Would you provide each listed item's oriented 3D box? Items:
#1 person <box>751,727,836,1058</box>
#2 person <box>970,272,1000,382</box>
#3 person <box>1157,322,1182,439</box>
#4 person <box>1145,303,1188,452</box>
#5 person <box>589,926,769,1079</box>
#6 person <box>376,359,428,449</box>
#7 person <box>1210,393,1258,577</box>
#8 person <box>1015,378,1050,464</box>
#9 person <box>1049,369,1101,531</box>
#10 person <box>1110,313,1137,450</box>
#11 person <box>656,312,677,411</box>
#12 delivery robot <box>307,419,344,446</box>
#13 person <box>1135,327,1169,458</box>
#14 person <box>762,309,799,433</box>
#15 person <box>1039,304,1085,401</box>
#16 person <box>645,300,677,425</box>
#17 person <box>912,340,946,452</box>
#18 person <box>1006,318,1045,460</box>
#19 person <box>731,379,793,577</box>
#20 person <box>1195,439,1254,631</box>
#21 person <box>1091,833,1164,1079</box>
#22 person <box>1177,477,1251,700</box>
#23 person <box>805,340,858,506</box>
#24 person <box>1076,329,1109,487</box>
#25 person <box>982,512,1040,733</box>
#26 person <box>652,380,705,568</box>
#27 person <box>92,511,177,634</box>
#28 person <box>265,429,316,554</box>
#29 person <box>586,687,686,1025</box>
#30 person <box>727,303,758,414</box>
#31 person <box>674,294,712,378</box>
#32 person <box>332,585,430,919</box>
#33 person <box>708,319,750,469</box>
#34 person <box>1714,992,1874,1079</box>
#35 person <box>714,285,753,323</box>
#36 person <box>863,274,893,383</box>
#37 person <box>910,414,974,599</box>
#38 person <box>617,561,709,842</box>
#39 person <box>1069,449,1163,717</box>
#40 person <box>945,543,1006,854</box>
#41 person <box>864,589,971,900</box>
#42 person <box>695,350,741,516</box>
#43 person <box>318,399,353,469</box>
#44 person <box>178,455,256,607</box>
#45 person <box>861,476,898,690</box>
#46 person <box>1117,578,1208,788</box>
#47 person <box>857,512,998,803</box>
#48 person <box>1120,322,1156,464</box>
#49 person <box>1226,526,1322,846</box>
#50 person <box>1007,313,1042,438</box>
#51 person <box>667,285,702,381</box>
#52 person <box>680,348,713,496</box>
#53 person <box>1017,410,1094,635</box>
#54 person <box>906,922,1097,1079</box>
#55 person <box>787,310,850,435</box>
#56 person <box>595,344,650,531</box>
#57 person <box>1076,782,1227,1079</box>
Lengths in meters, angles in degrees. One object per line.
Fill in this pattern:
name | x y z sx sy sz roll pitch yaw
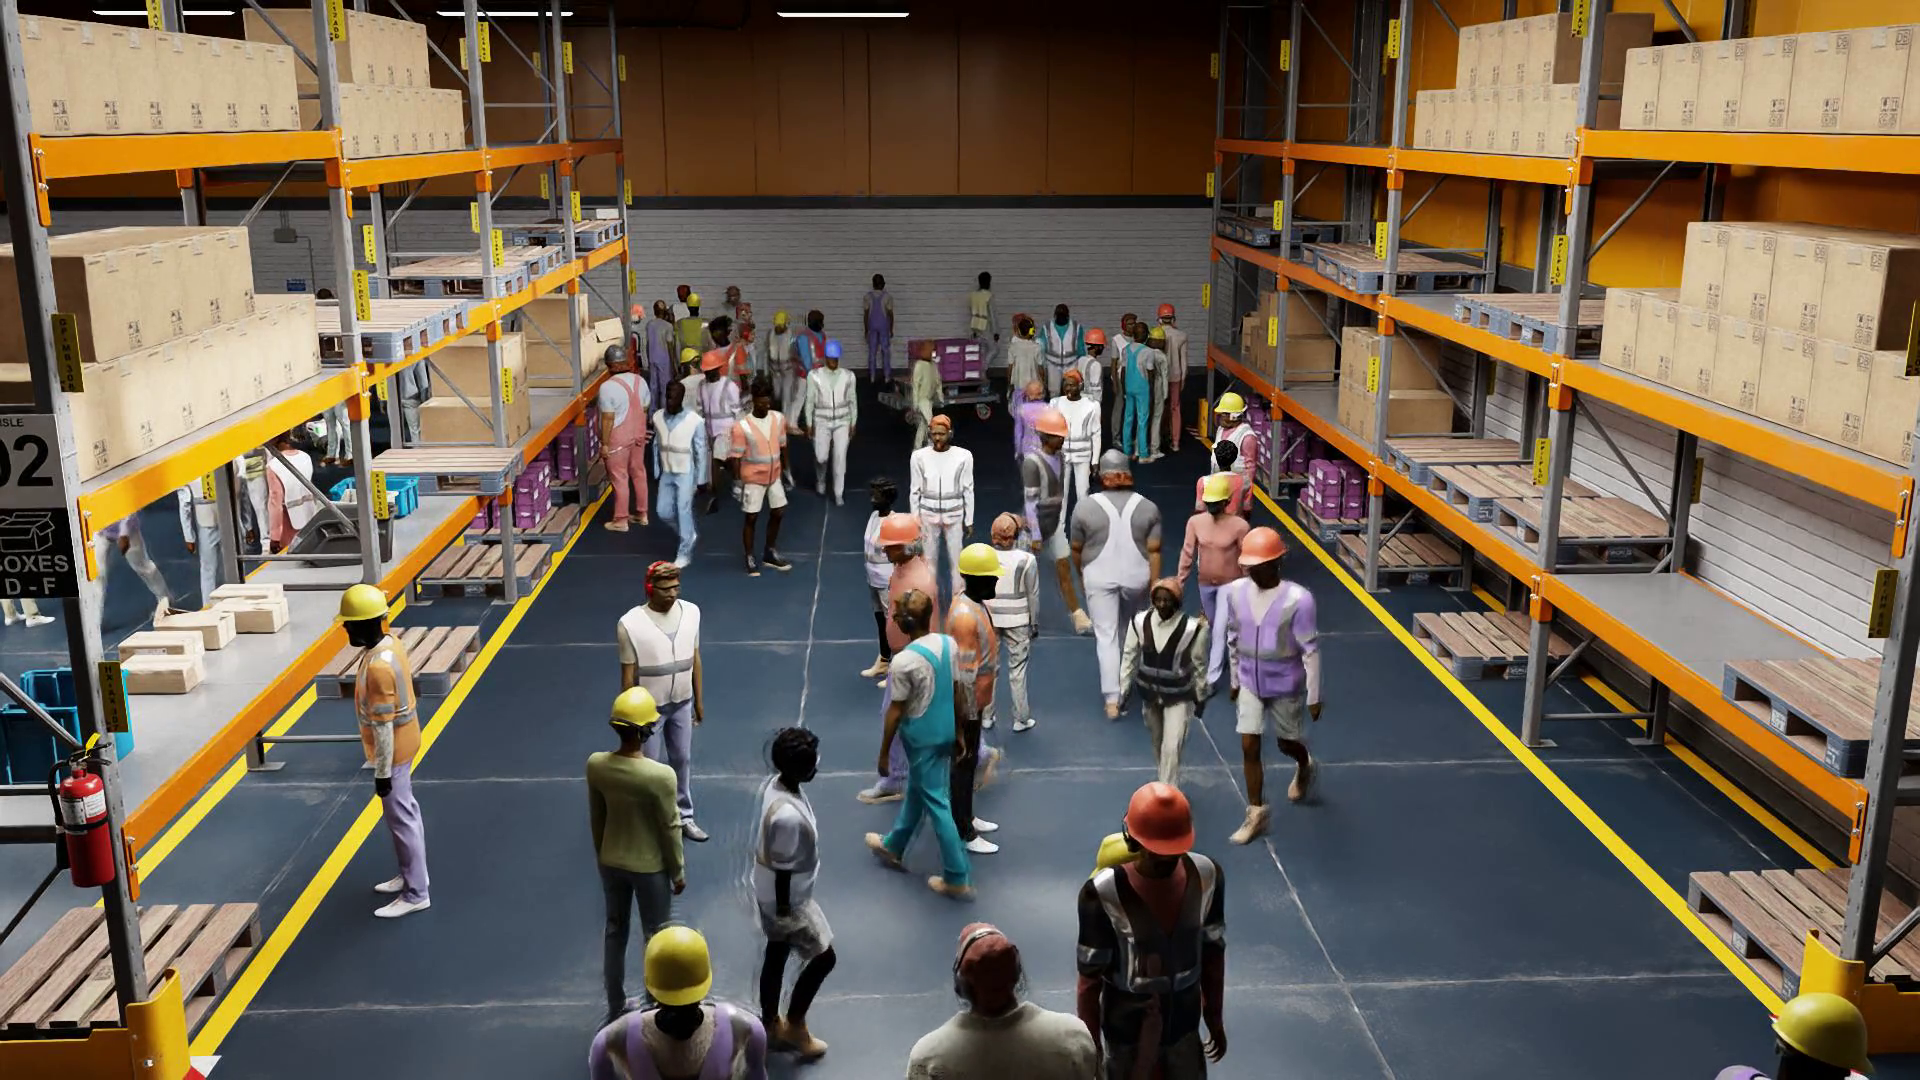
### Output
person | -0.769 1.669 7.873 0.469 1.671 0.554 -2 14 -8
person | 0.411 -3.543 27.890 0.436 1.904 0.629 -12 18 -38
person | 2.868 -2.268 23.270 0.434 1.709 0.605 -11 18 -37
person | 2.752 -2.181 22.372 0.612 1.995 0.393 -3 15 -13
person | -0.909 2.160 5.487 0.587 1.908 0.648 -2 14 -9
person | -6.940 -1.731 20.731 0.627 1.934 0.371 -2 14 -10
person | 2.644 -0.534 16.238 0.403 1.827 0.597 -6 15 -22
person | 0.837 -0.970 18.361 0.516 1.616 0.635 7 16 26
person | 1.179 -0.851 17.373 0.583 1.882 0.337 5 15 19
person | 2.251 -2.157 22.573 0.565 1.846 0.390 -13 19 -41
person | -4.327 -2.541 24.522 0.320 1.631 0.513 -8 16 -28
delivery robot | -8.405 -1.510 22.421 0.707 0.478 0.477 -13 19 -41
person | 2.565 -1.945 21.981 0.491 1.732 0.324 13 19 41
person | -2.519 -2.474 23.956 0.612 1.789 0.828 3 15 13
person | 1.466 -2.496 23.969 0.697 1.819 0.511 0 14 1
person | -4.366 -2.577 24.267 0.520 1.833 0.366 10 17 34
person | -0.353 -1.786 21.574 0.662 1.606 0.522 7 16 27
person | 0.864 -1.976 21.835 0.521 1.864 0.336 3 15 13
person | -1.923 -0.614 16.318 0.688 1.955 0.416 -13 19 -42
person | 2.304 -0.037 14.564 0.536 1.693 0.319 -3 15 -12
person | 0.660 1.969 6.555 0.325 1.760 0.523 -2 14 -7
person | 2.039 0.316 13.139 0.545 1.716 0.919 8 17 30
person | -1.489 -1.371 19.303 0.625 1.936 0.526 -3 15 -13
person | 1.617 -1.607 20.256 0.385 1.929 0.546 -5 15 -18
person | 0.332 0.606 12.140 0.517 1.641 0.308 5 15 18
person | -2.800 -0.662 16.583 0.625 1.904 0.464 7 16 26
person | -7.365 -0.127 14.538 0.628 1.895 1.025 4 15 16
person | -5.789 -0.114 14.442 0.412 1.907 0.596 2 14 7
person | -1.567 1.568 8.130 0.525 1.760 0.334 7 16 25
person | -3.023 -2.368 23.288 0.399 1.904 0.644 -12 18 -39
person | -3.837 -2.606 24.168 0.588 1.930 0.362 1 14 3
person | -3.247 1.174 9.367 0.409 1.918 0.584 -4 15 -16
person | -2.933 -1.844 21.228 0.730 1.916 0.425 10 17 33
person | 2.483 2.265 5.079 0.390 1.916 0.585 -2 14 -8
person | -3.488 -3.029 25.916 0.663 1.884 0.458 -11 18 -38
person | -1.375 -3.568 28.124 0.505 1.842 0.345 2 14 8
person | -0.159 -0.192 14.809 0.575 1.876 0.343 1 14 6
person | -1.822 1.005 10.187 0.560 1.836 0.388 -13 19 -42
person | 1.171 0.256 12.713 0.692 2.000 1.069 -1 14 -4
person | 0.086 0.952 10.205 0.386 1.928 0.589 1 14 3
person | -0.288 1.150 9.654 0.933 1.803 0.527 10 18 35
person | -2.690 -1.272 19.072 0.561 1.888 1.001 9 17 32
person | -8.022 -1.884 21.319 0.627 1.940 0.376 7 16 25
person | -6.445 -0.109 14.426 0.595 1.908 0.392 -14 20 -43
person | -0.593 0.327 13.123 0.317 1.697 0.537 -7 16 -25
person | 1.267 1.027 10.564 0.536 1.594 0.853 8 16 28
person | -0.213 0.770 10.872 0.889 1.959 0.656 -5 15 -19
person | 2.310 -1.910 21.605 0.506 1.846 0.349 12 19 39
person | 2.006 0.857 10.449 0.652 2.013 0.897 11 18 37
person | 0.860 -2.126 22.412 0.618 1.866 0.396 11 18 38
person | -4.279 -3.035 25.949 0.575 1.882 0.361 2 14 6
person | -3.155 -1.406 19.796 0.327 1.763 0.523 9 17 33
person | 0.750 -0.143 14.407 1.073 1.981 0.634 10 18 35
person | 0.150 2.178 5.543 0.644 1.855 1.016 0 14 1
person | -2.046 -2.328 23.382 1.005 1.791 0.618 9 17 32
person | -3.715 -1.124 18.129 0.535 2.000 0.684 9 17 32
person | 0.749 1.872 6.404 0.615 2.029 0.409 -5 15 -19
